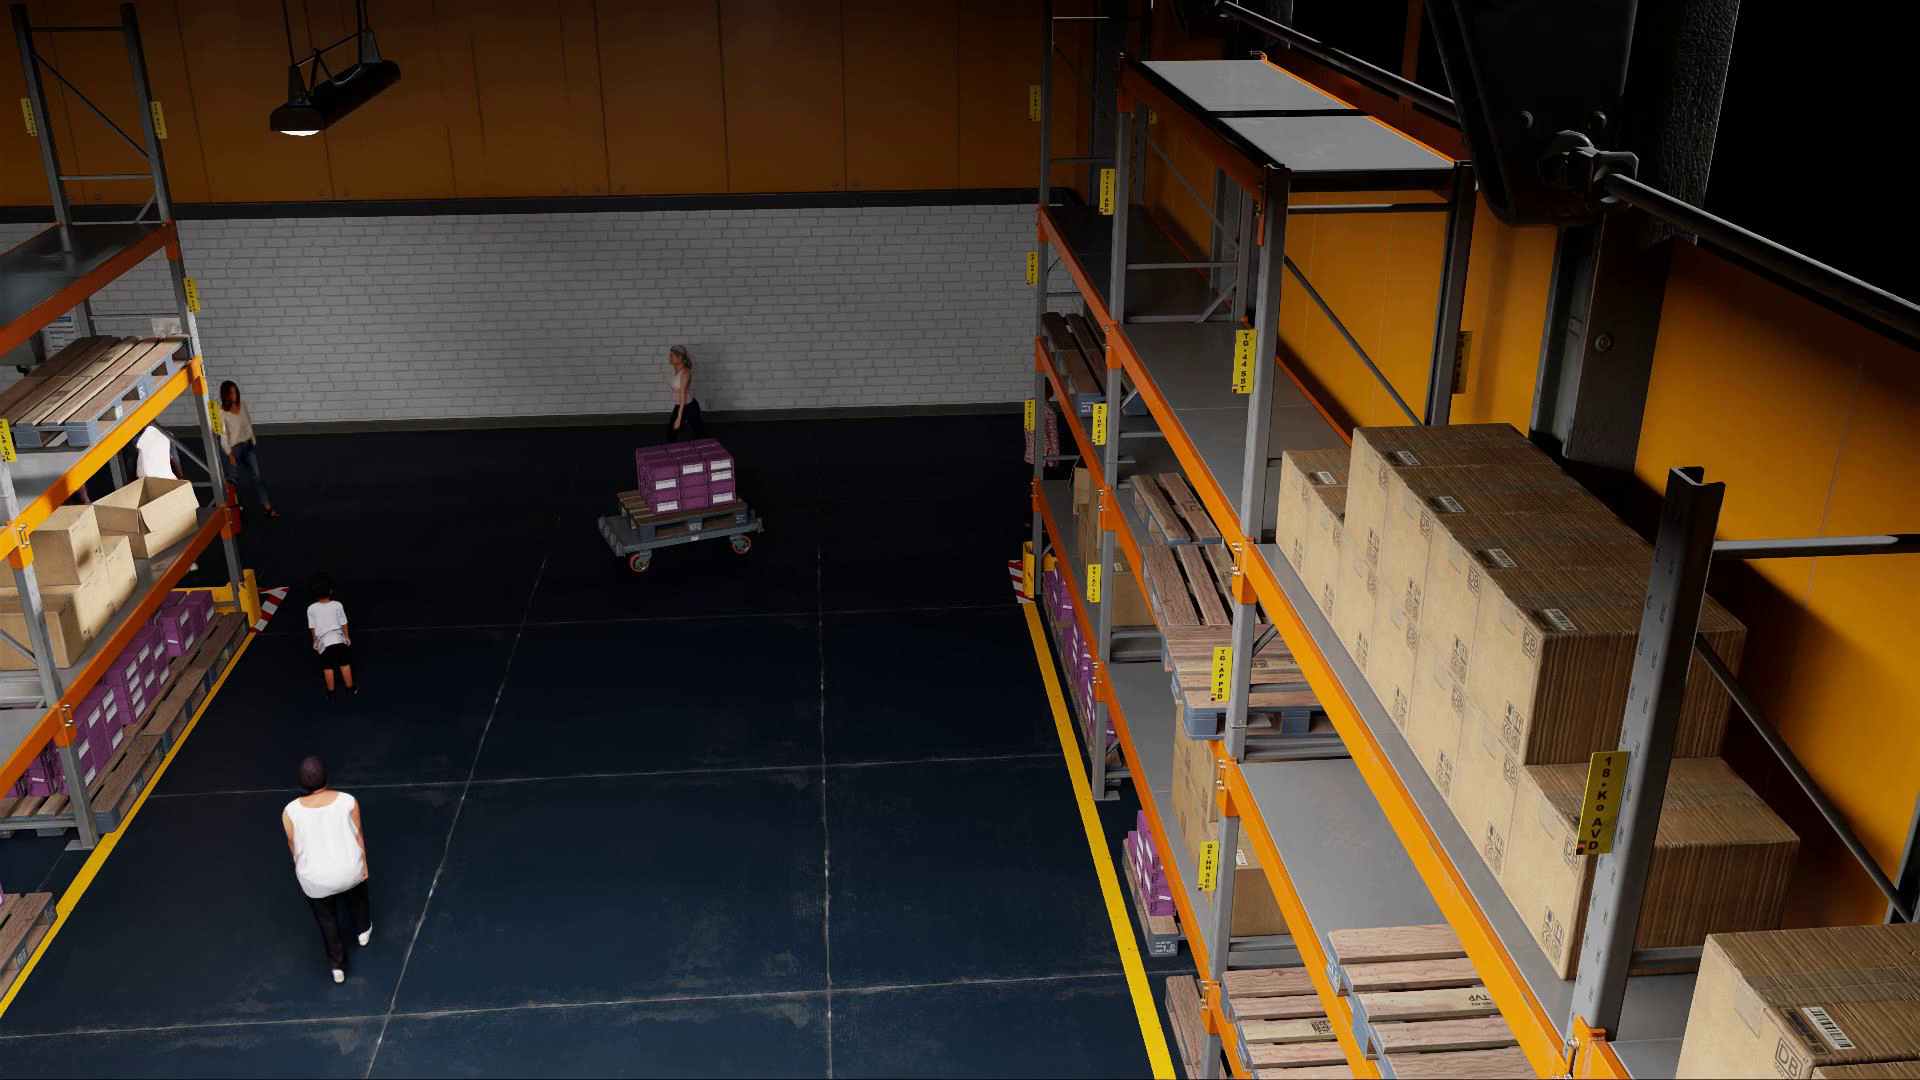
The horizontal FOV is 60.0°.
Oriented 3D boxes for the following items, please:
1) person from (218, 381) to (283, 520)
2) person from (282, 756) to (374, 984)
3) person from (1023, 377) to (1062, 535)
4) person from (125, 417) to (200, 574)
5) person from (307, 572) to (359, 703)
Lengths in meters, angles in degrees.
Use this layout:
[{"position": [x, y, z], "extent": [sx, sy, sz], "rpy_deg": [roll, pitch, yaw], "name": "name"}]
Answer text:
[{"position": [-8.327, -1.018, 19.043], "extent": [1.065, 1.640, 1.101], "rpy_deg": [13, 27, 27], "name": "person"}, {"position": [-4.340, 2.286, 11.452], "extent": [0.779, 1.665, 0.948], "rpy_deg": [-8, 25, -18], "name": "person"}, {"position": [0.919, -0.965, 18.711], "extent": [0.833, 1.808, 0.736], "rpy_deg": [-19, 30, -37], "name": "person"}, {"position": [-8.441, -0.508, 17.613], "extent": [1.179, 1.849, 1.257], "rpy_deg": [13, 27, 26], "name": "person"}, {"position": [-5.739, 0.883, 15.165], "extent": [0.541, 1.262, 0.567], "rpy_deg": [-8, 25, -19], "name": "person"}]
